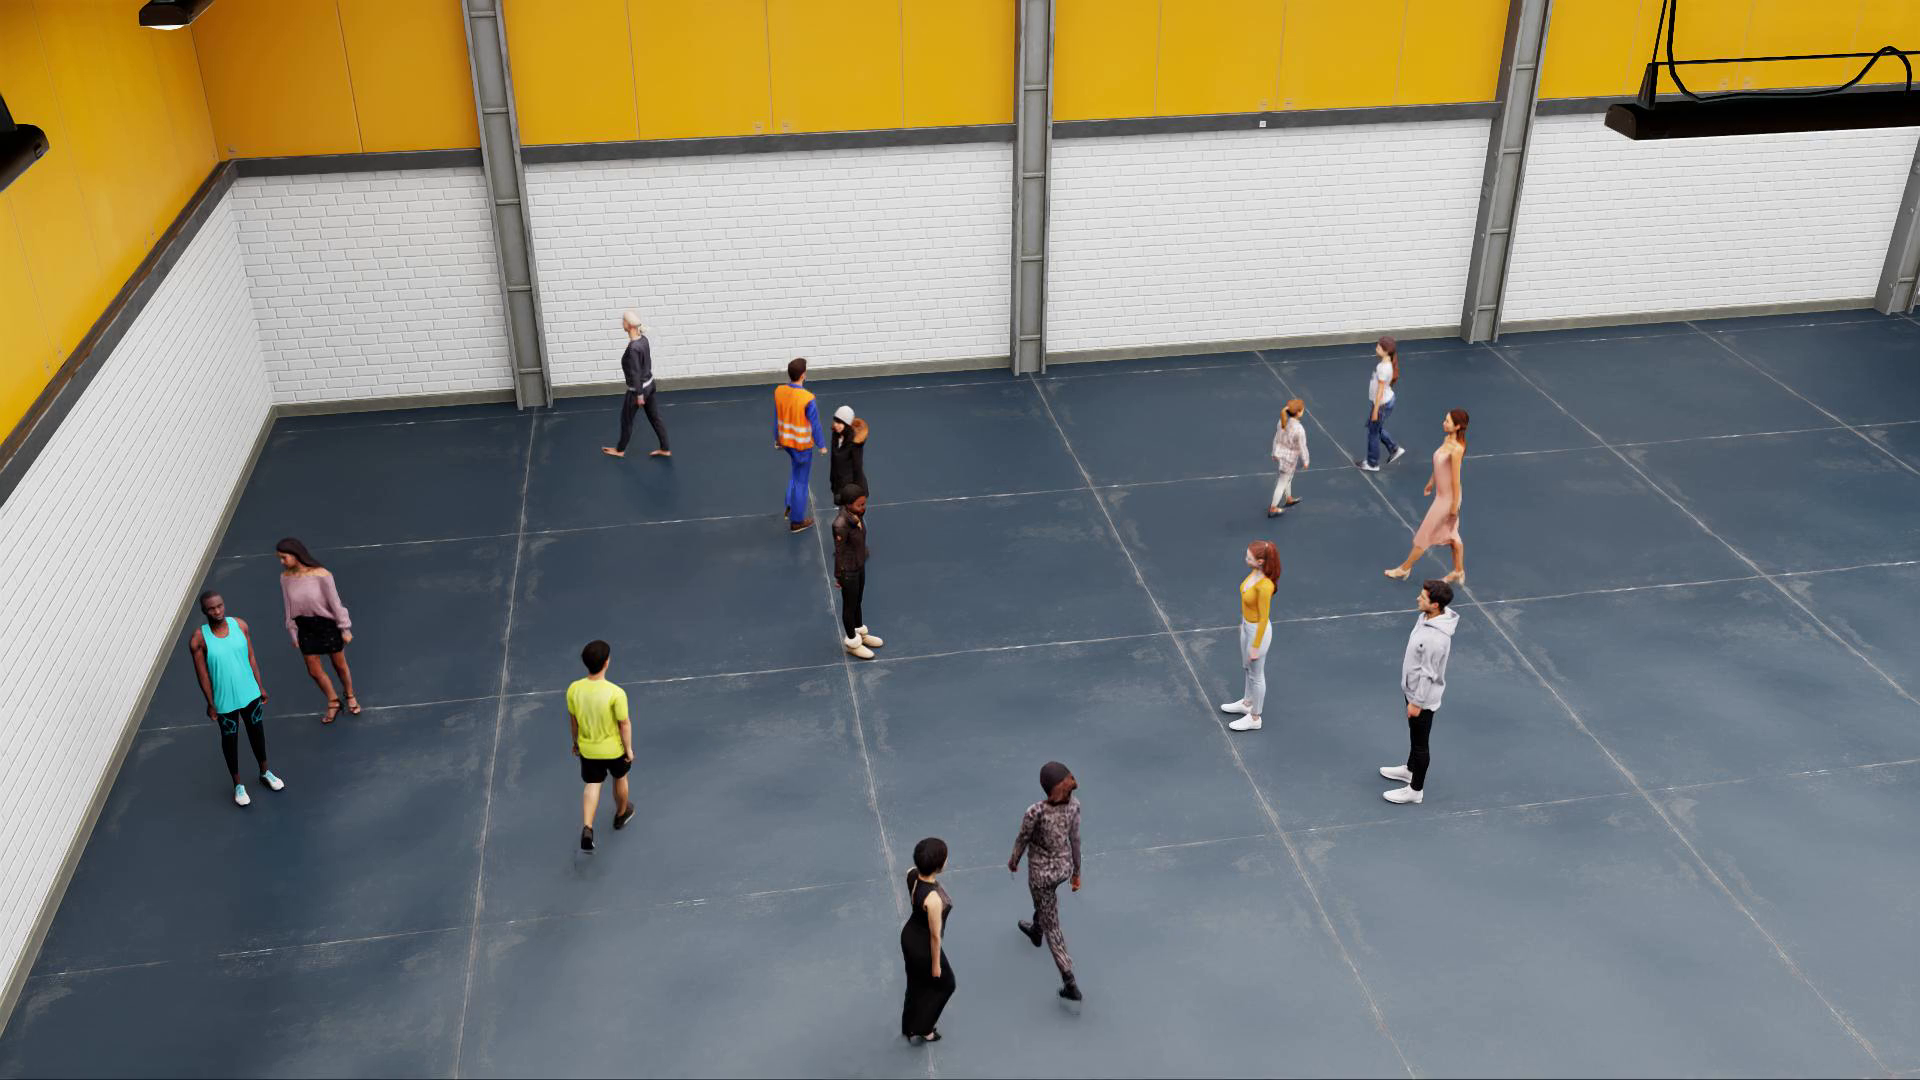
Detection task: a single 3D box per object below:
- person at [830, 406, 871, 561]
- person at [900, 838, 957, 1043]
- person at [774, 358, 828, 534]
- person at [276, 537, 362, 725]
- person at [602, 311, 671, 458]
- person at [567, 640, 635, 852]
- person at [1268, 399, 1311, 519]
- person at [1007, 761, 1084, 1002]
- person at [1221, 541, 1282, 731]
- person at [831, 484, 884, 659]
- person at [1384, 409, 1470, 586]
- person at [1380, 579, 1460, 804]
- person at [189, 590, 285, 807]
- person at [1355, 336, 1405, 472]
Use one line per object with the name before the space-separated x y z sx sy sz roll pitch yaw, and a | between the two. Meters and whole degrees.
person | -1.068 -0.552 16.164 0.723 1.631 0.761 25 37 38
person | -0.301 2.581 10.467 0.658 1.587 0.676 -15 32 -25
person | -1.668 -0.908 16.584 0.828 1.854 0.877 21 35 34
person | -5.210 0.752 13.618 0.667 1.780 0.784 -6 29 -10
person | -3.403 -1.664 18.134 1.066 1.697 0.870 5 29 9
person | -2.665 1.540 12.270 0.968 1.687 0.871 4 29 7
person | 3.294 -0.820 17.012 0.813 1.289 0.684 -16 33 -27
person | 0.626 2.261 10.959 1.154 1.678 0.895 -15 32 -25
person | 2.427 0.760 13.627 0.596 1.756 0.616 -1 29 -1
person | -0.969 0.249 14.664 0.673 1.661 0.728 -4 29 -6
person | 4.678 -0.364 15.647 1.066 1.795 0.815 5 29 8
person | 3.557 1.141 12.747 0.717 1.931 0.750 4 29 7
person | -5.584 1.184 12.793 0.639 1.811 0.743 -25 37 -38
person | 4.606 -1.460 17.910 0.827 1.554 0.735 11 31 20
